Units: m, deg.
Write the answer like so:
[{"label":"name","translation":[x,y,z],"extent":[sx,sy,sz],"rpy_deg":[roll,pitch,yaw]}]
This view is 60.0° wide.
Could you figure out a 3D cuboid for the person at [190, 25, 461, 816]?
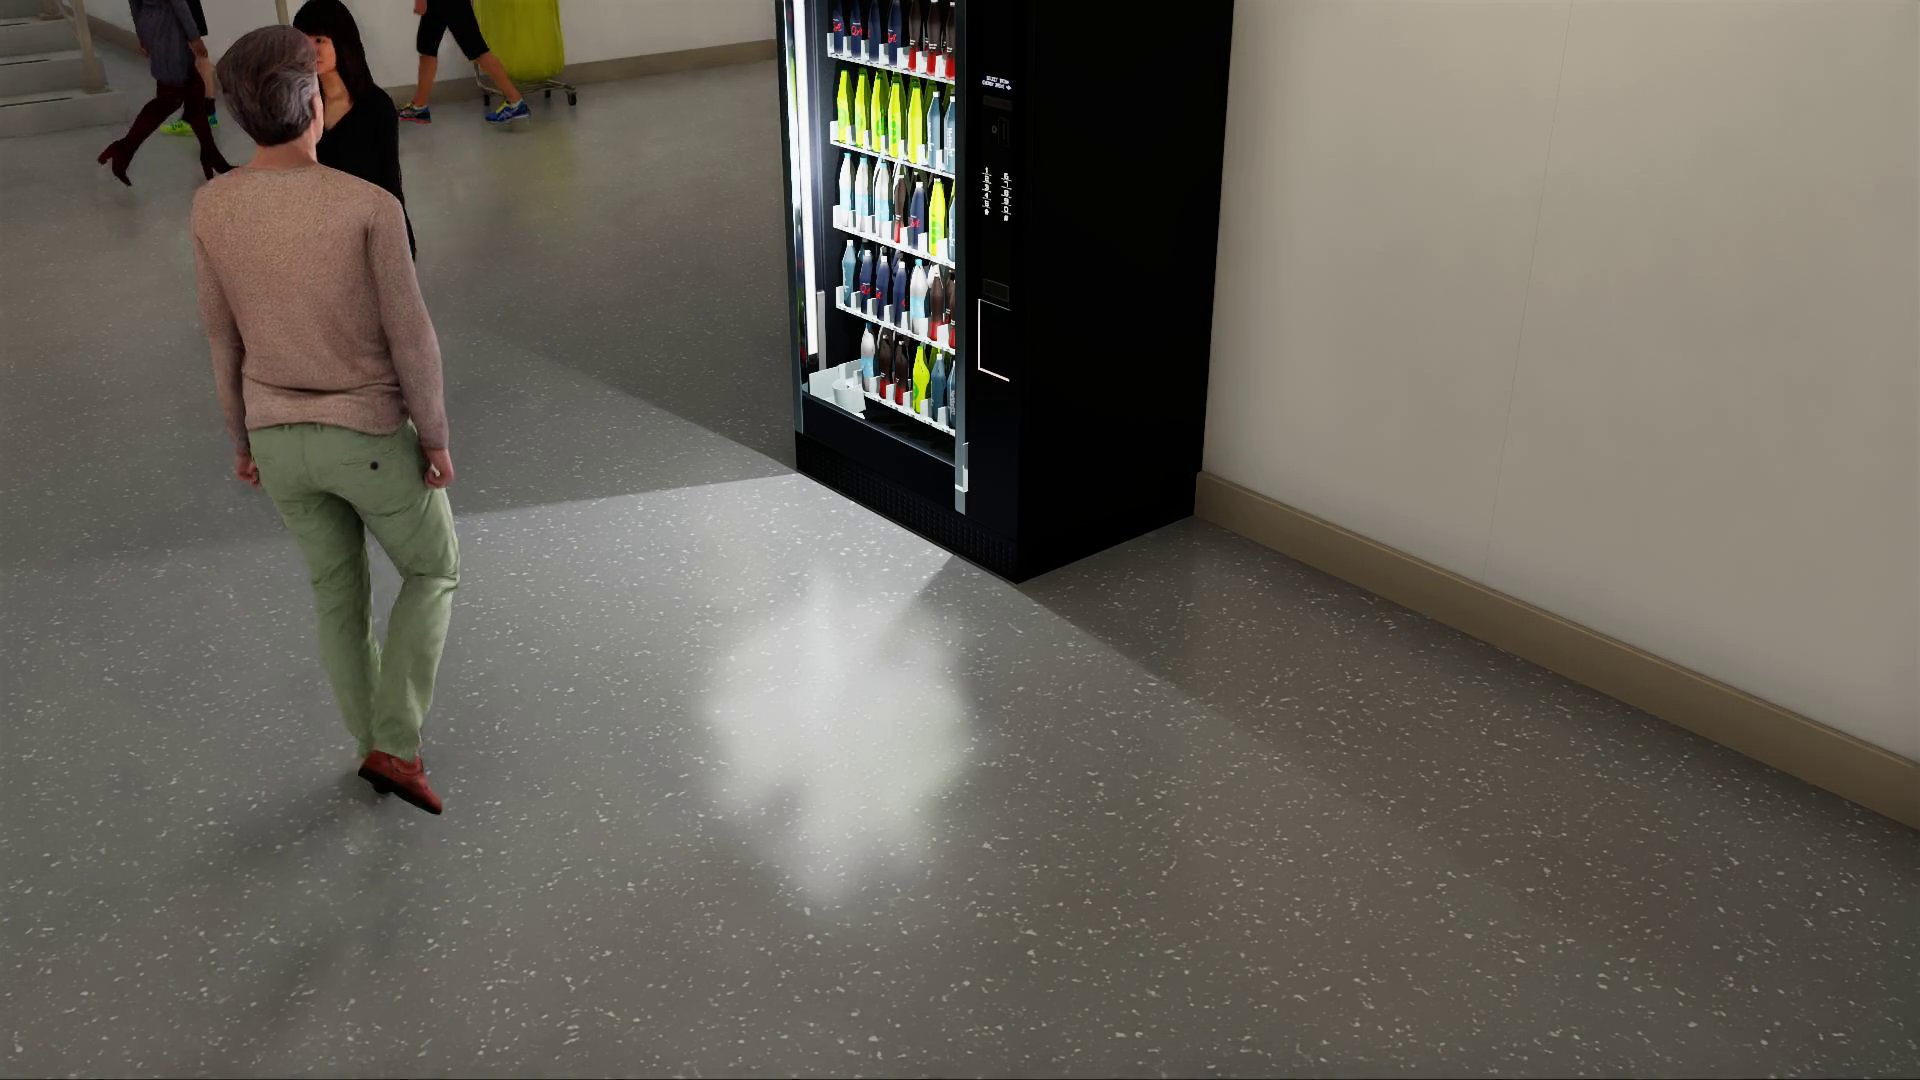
[{"label":"person","translation":[-1.431,-0.163,3.759],"extent":[0.954,1.858,1.028],"rpy_deg":[0,26,0]}]

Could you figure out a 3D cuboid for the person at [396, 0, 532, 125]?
[{"label":"person","translation":[-3.291,-3.619,10.967],"extent":[1.164,1.822,1.224],"rpy_deg":[-1,26,-3]}]

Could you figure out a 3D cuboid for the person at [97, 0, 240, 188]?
[{"label":"person","translation":[-4.600,-2.818,9.472],"extent":[1.047,1.679,0.727],"rpy_deg":[22,33,38]}]

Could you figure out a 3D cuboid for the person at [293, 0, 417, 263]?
[{"label":"person","translation":[-2.105,-1.107,5.972],"extent":[0.668,1.637,0.743],"rpy_deg":[5,26,10]}]

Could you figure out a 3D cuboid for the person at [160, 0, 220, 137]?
[{"label":"person","translation":[-5.215,-3.637,10.927],"extent":[0.779,1.890,0.765],"rpy_deg":[6,26,13]}]
